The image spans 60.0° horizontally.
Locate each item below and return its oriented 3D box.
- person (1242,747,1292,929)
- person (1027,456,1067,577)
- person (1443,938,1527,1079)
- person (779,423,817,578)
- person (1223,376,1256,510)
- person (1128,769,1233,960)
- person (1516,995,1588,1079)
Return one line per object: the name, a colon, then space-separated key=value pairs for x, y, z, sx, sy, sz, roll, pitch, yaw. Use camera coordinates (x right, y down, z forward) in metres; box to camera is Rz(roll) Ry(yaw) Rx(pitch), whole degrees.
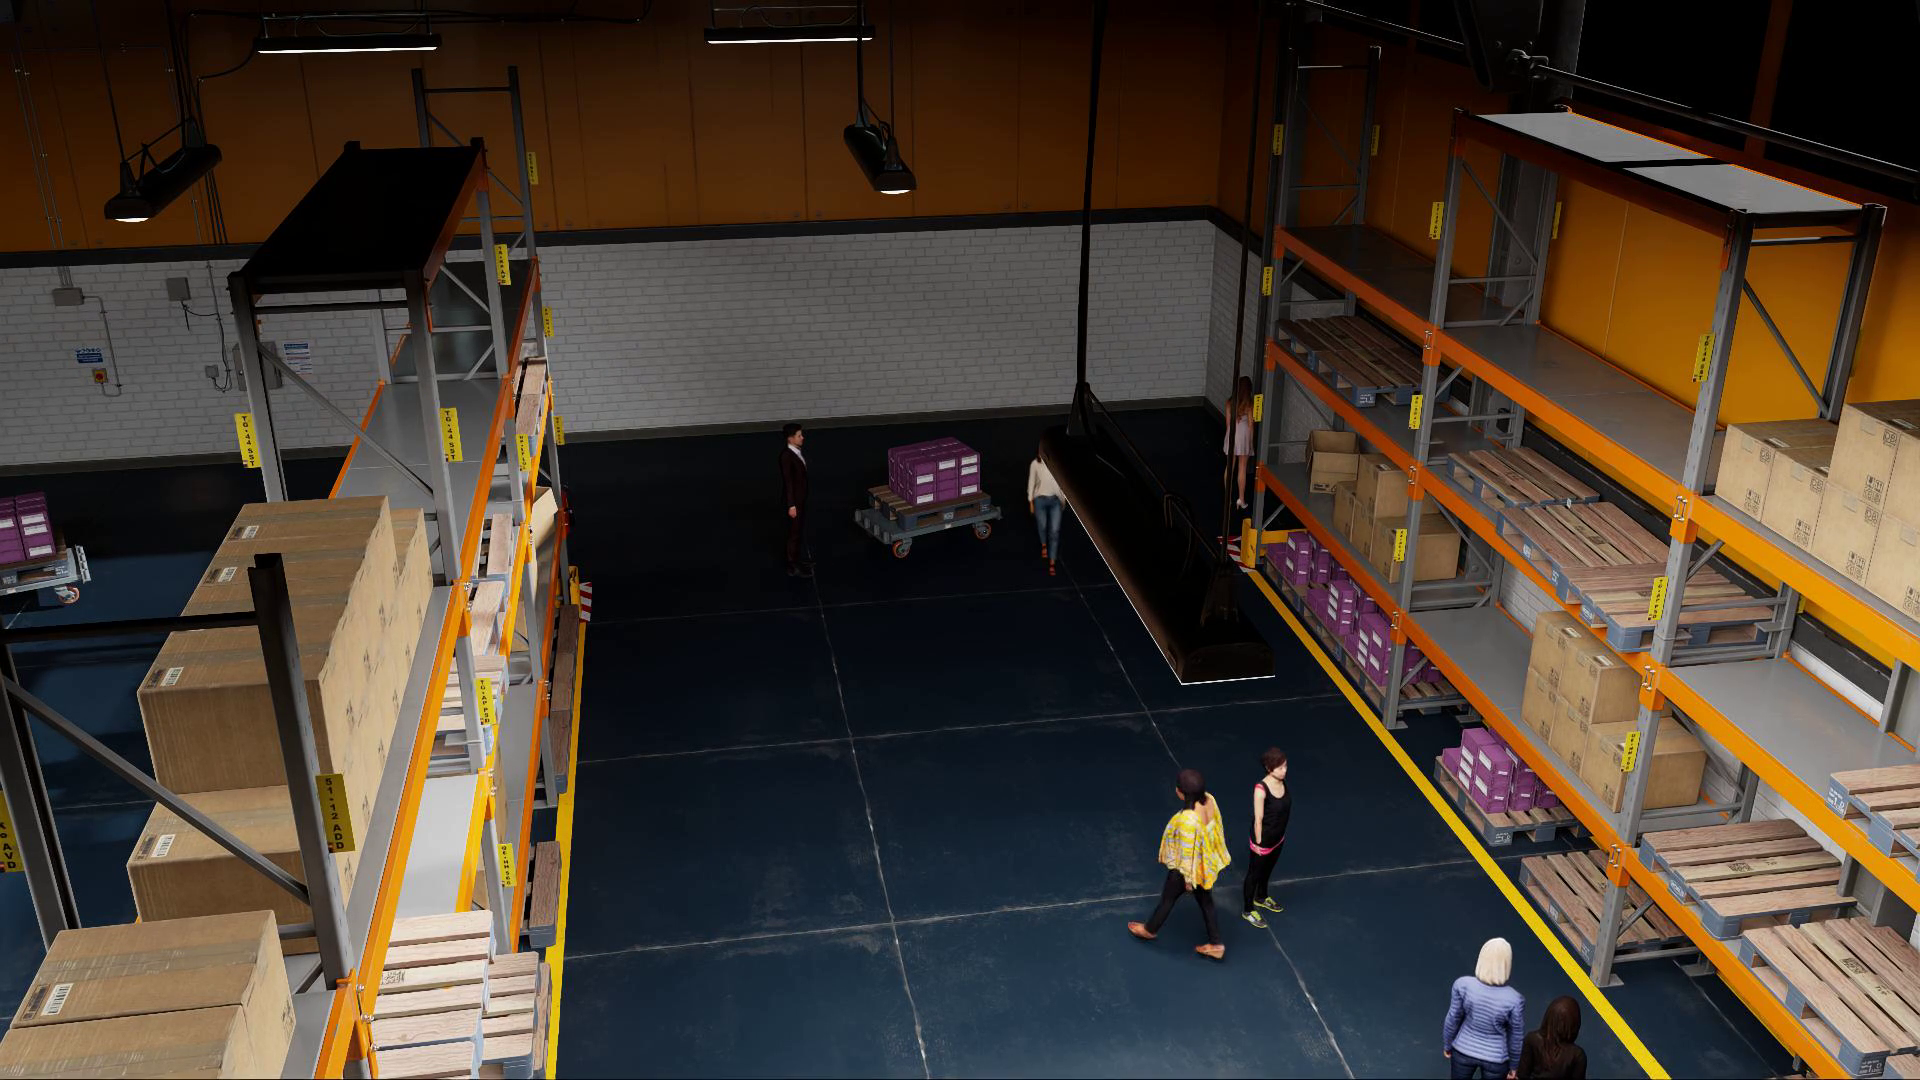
person: x=2.469 y=2.349 z=13.379 sx=0.673 sy=1.552 sz=0.627 roll=19 pitch=30 yaw=37
person: x=1.031 y=-0.462 z=19.707 sx=0.796 sy=1.633 sz=1.151 roll=1 pitch=24 yaw=3
person: x=3.407 y=3.340 z=10.872 sx=0.726 sy=1.744 sz=0.748 roll=12 pitch=26 yaw=25
person: x=-1.940 y=-0.492 z=19.487 sx=0.801 sy=1.864 sz=0.603 roll=1 pitch=24 yaw=2
person: x=3.576 y=-1.251 z=21.343 sx=0.681 sy=1.769 sz=0.739 roll=15 pitch=28 yaw=31
person: x=1.878 y=2.543 z=12.858 sx=1.125 sy=1.613 sz=1.089 roll=13 pitch=27 yaw=28
person: x=3.685 y=3.567 z=10.481 sx=0.657 sy=1.641 sz=0.707 roll=14 pitch=27 yaw=29
